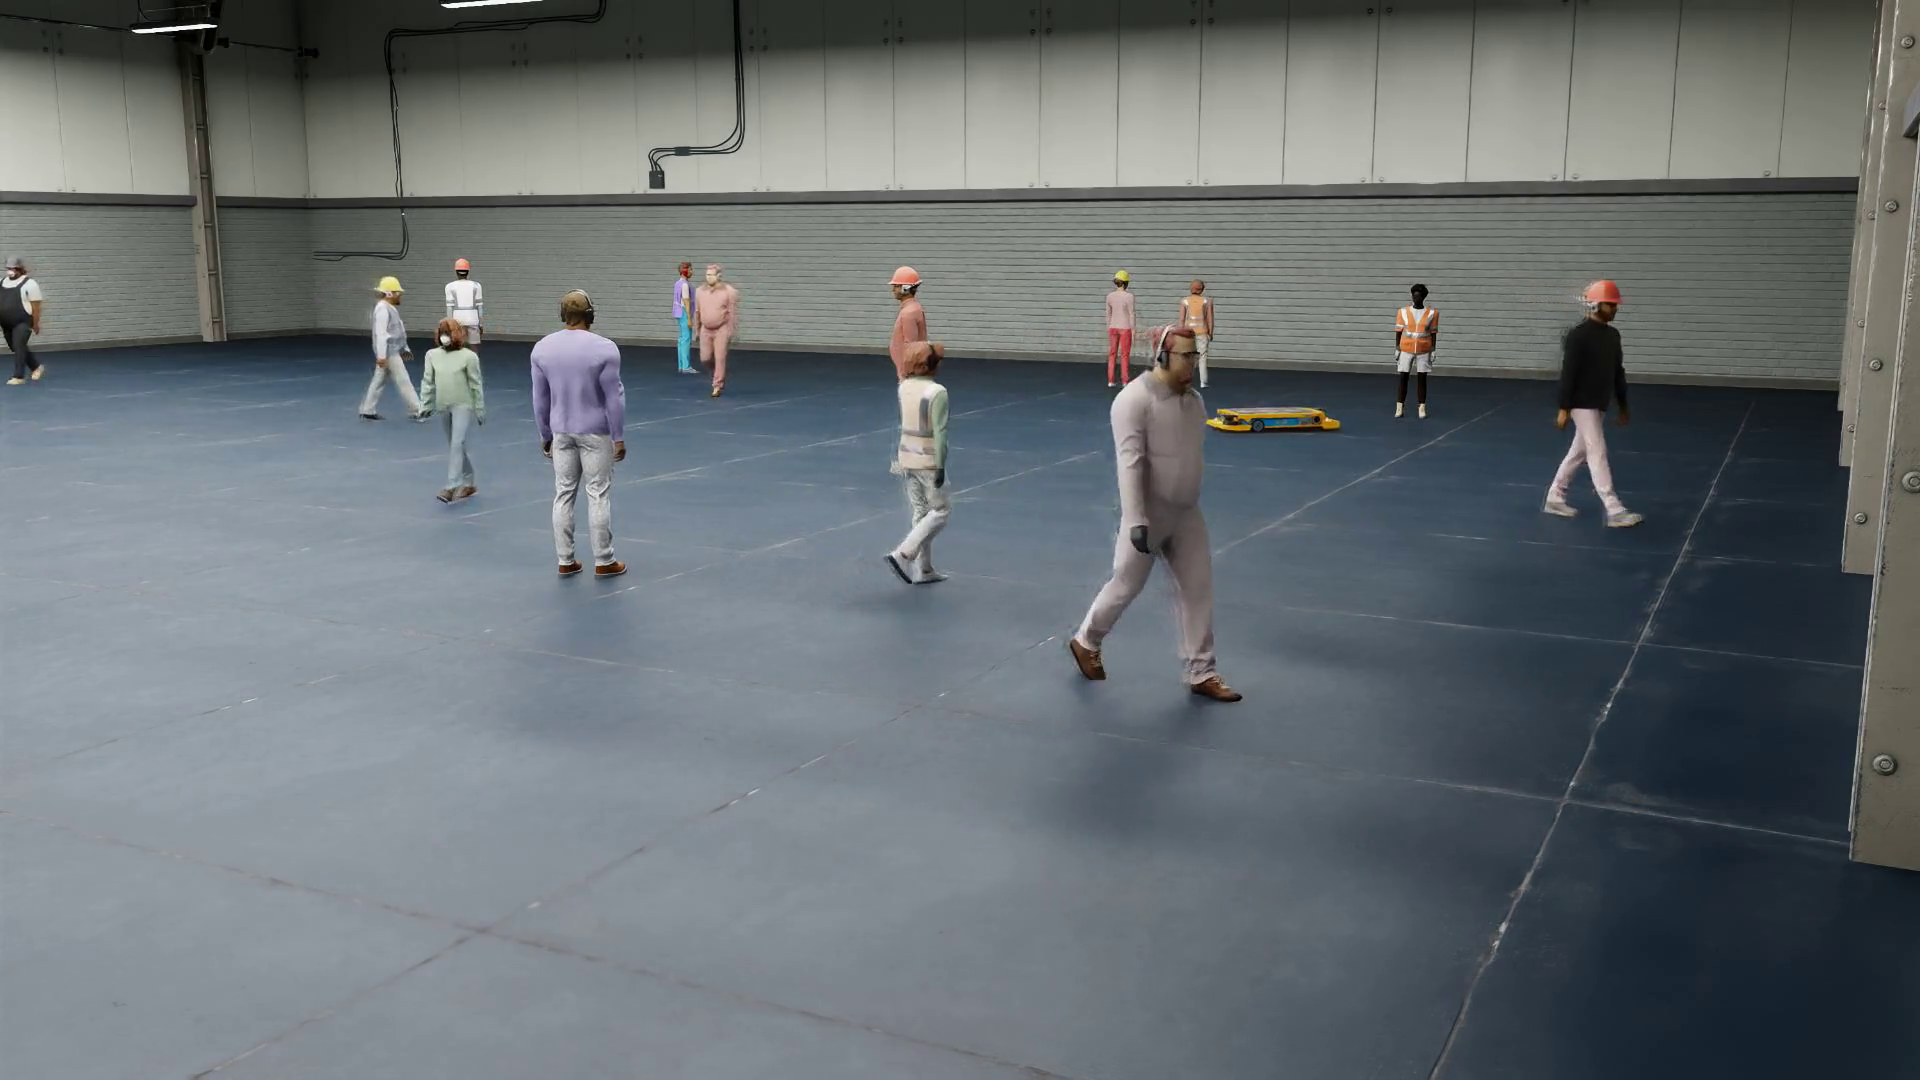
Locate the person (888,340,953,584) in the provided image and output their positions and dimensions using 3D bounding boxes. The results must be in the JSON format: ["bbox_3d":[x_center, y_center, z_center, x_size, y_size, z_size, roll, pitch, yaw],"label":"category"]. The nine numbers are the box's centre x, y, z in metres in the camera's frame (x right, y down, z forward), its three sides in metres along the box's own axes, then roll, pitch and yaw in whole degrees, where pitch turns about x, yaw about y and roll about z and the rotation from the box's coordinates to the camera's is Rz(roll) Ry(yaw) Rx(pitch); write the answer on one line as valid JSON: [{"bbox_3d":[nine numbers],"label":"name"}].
[{"bbox_3d":[-0.272,-0.488,10.846,0.475,1.622,0.520,-8,13,-36],"label":"person"}]

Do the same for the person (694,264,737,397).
[{"bbox_3d":[-3.492,-2.996,23.818,0.644,1.887,0.545,2,11,12],"label":"person"}]

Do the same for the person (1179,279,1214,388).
[{"bbox_3d":[3.553,-3.094,25.019,0.523,1.636,0.311,3,11,15],"label":"person"}]

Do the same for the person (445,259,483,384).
[{"bbox_3d":[-7.593,-3.336,25.516,0.545,1.938,0.356,-5,11,-24],"label":"person"}]

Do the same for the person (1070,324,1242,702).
[{"bbox_3d":[0.970,-0.156,8.367,0.646,1.868,0.951,-8,13,-38],"label":"person"}]

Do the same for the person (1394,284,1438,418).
[{"bbox_3d":[5.736,-2.374,20.942,0.531,1.692,0.320,3,11,14],"label":"person"}]

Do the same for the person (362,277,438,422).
[{"bbox_3d":[-6.946,-2.324,20.425,0.952,1.782,0.607,-3,11,-16],"label":"person"}]

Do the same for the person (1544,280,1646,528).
[{"bbox_3d":[5.108,-1.094,13.300,0.631,1.938,1.002,-8,13,-38],"label":"person"}]

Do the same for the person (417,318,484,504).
[{"bbox_3d":[-4.395,-1.107,14.317,0.505,1.590,0.859,3,11,16],"label":"person"}]

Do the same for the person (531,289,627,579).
[{"bbox_3d":[-2.530,-0.699,11.133,0.635,1.939,0.361,2,11,11],"label":"person"}]

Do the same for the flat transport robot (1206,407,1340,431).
[{"bbox_3d":[3.710,-1.443,19.740,1.431,0.197,0.652,-2,11,-13],"label":"flat transport robot"}]

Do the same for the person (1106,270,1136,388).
[{"bbox_3d":[2.427,-3.162,25.029,0.523,1.772,0.302,9,14,40],"label":"person"}]

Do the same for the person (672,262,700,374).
[{"bbox_3d":[-4.582,-3.691,27.691,0.390,1.850,0.565,-4,11,-22],"label":"person"}]

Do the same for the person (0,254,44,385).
[{"bbox_3d":[-14.622,-3.454,25.878,0.682,2.000,0.914,2,11,13],"label":"person"}]

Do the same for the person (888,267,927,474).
[{"bbox_3d":[-0.502,-1.630,16.057,0.377,1.995,0.608,0,10,3],"label":"person"}]
